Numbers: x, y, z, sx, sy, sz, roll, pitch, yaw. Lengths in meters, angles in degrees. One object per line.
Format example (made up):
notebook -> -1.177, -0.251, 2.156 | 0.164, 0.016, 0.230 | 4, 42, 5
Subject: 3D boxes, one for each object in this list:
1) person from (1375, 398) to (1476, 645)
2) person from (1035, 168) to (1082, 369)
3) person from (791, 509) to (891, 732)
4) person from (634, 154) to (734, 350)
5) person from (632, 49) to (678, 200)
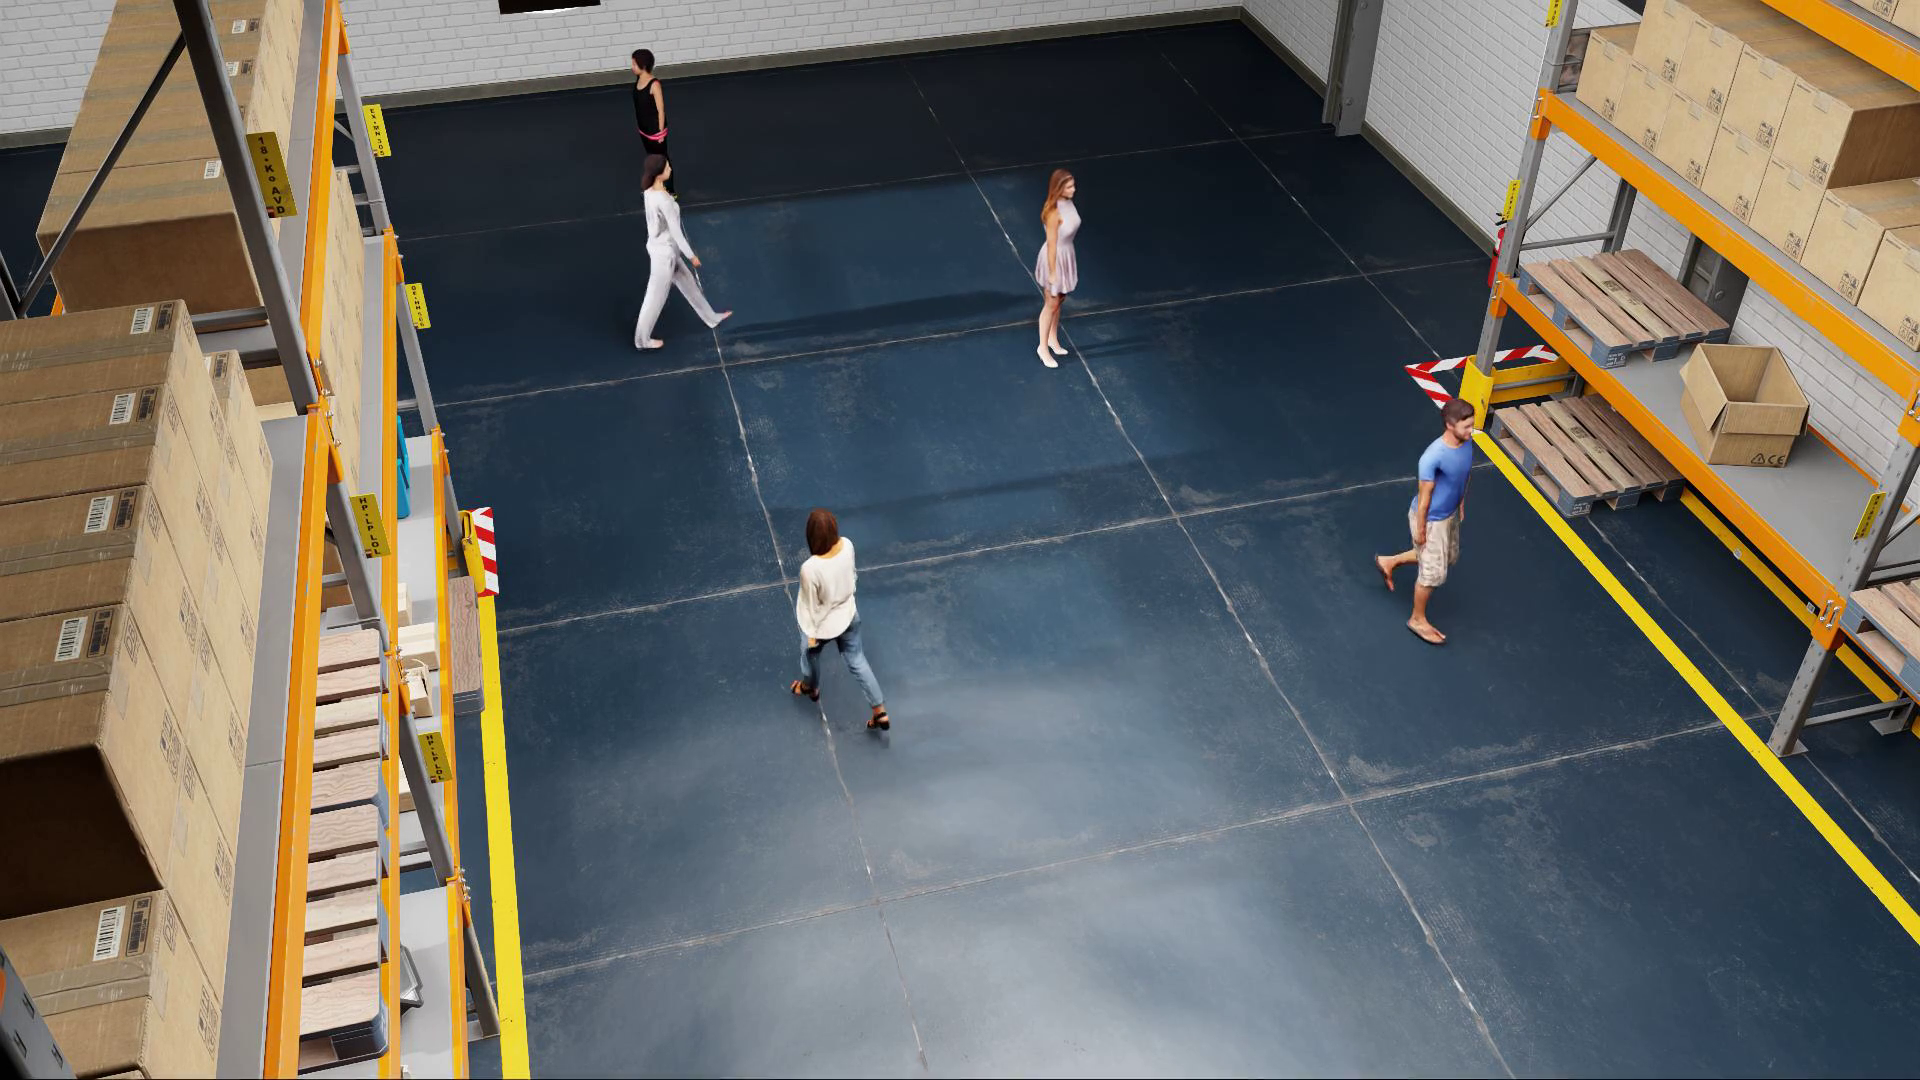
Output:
person -> 3.129, -0.201, 11.155 | 1.061, 1.846, 0.928 | 32, 48, 33
person -> 0.804, -2.273, 13.811 | 0.742, 1.769, 0.681 | 19, 42, 22
person -> -0.739, 0.539, 10.391 | 1.171, 1.643, 0.997 | 31, 48, 33
person -> -2.556, -2.357, 13.954 | 0.754, 1.722, 1.092 | -15, 41, -18
person -> -2.995, -4.053, 16.215 | 0.665, 1.550, 0.548 | -25, 45, -28
